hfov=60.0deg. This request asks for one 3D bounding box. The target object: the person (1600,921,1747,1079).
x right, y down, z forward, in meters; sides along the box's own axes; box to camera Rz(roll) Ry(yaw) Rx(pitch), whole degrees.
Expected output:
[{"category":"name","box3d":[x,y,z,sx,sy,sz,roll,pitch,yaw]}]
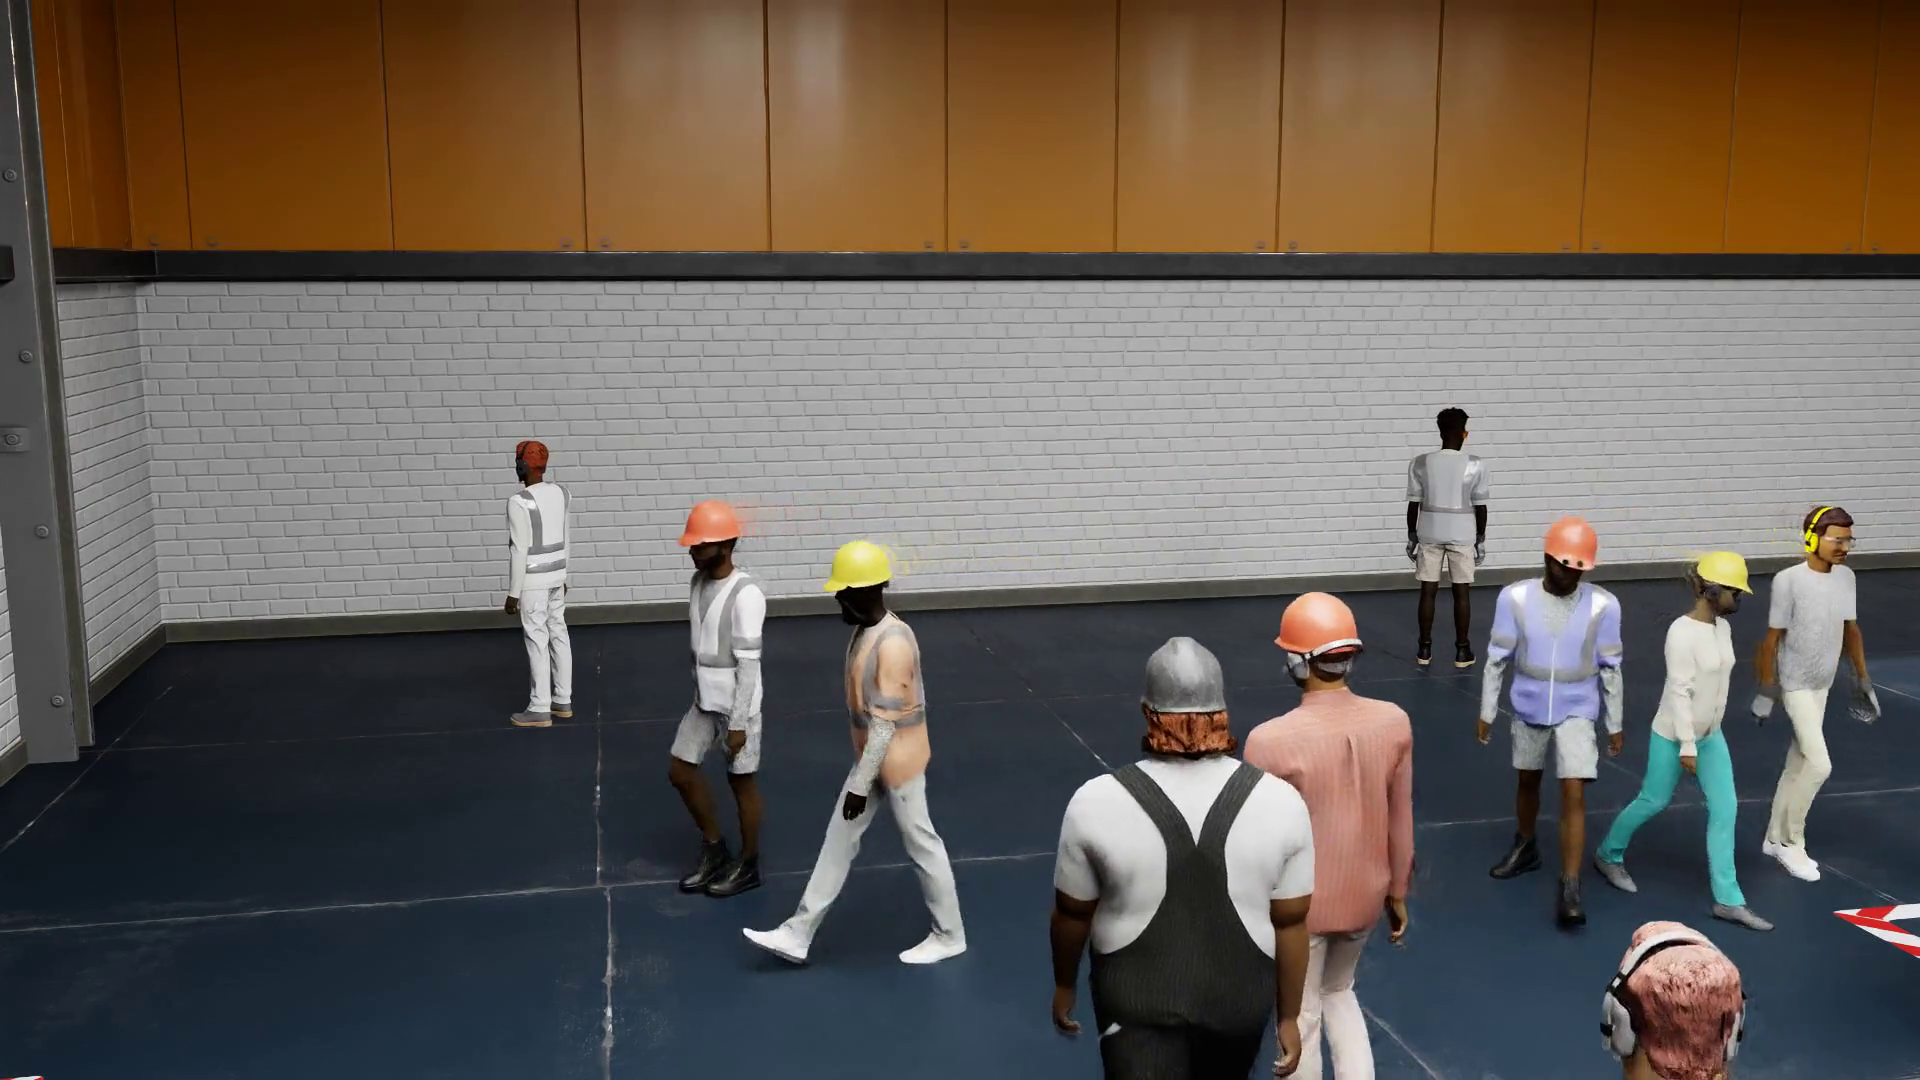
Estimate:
[{"category":"person","box3d":[1.185,1.584,3.061,0.647,1.870,0.925,-1,9,-8]}]

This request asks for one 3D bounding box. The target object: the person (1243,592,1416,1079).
[{"category":"person","box3d":[1.150,1.146,5.361,0.644,1.981,0.423,-4,10,-23]}]

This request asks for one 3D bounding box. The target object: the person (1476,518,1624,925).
[{"category":"person","box3d":[2.749,0.808,7.764,0.643,1.861,1.000,4,10,25]}]

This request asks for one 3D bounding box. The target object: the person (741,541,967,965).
[{"category":"person","box3d":[-0.409,0.933,7.008,0.991,1.864,0.589,-3,10,-20]}]

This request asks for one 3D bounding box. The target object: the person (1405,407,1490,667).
[{"category":"person","box3d":[3.668,-0.022,12.540,0.602,1.963,0.370,4,10,24]}]

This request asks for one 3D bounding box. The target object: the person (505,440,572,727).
[{"category":"person","box3d":[-2.771,0.285,10.924,0.356,1.883,0.572,4,10,23]}]

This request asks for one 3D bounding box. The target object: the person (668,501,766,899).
[{"category":"person","box3d":[-1.166,0.770,7.839,0.529,1.919,0.580,-8,12,-40]}]

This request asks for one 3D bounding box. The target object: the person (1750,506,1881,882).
[{"category":"person","box3d":[4.248,0.751,8.204,0.515,1.849,0.583,-5,11,-28]}]

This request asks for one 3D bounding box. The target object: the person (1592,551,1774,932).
[{"category":"person","box3d":[3.395,0.889,7.758,0.525,1.716,0.879,-6,11,-33]}]
